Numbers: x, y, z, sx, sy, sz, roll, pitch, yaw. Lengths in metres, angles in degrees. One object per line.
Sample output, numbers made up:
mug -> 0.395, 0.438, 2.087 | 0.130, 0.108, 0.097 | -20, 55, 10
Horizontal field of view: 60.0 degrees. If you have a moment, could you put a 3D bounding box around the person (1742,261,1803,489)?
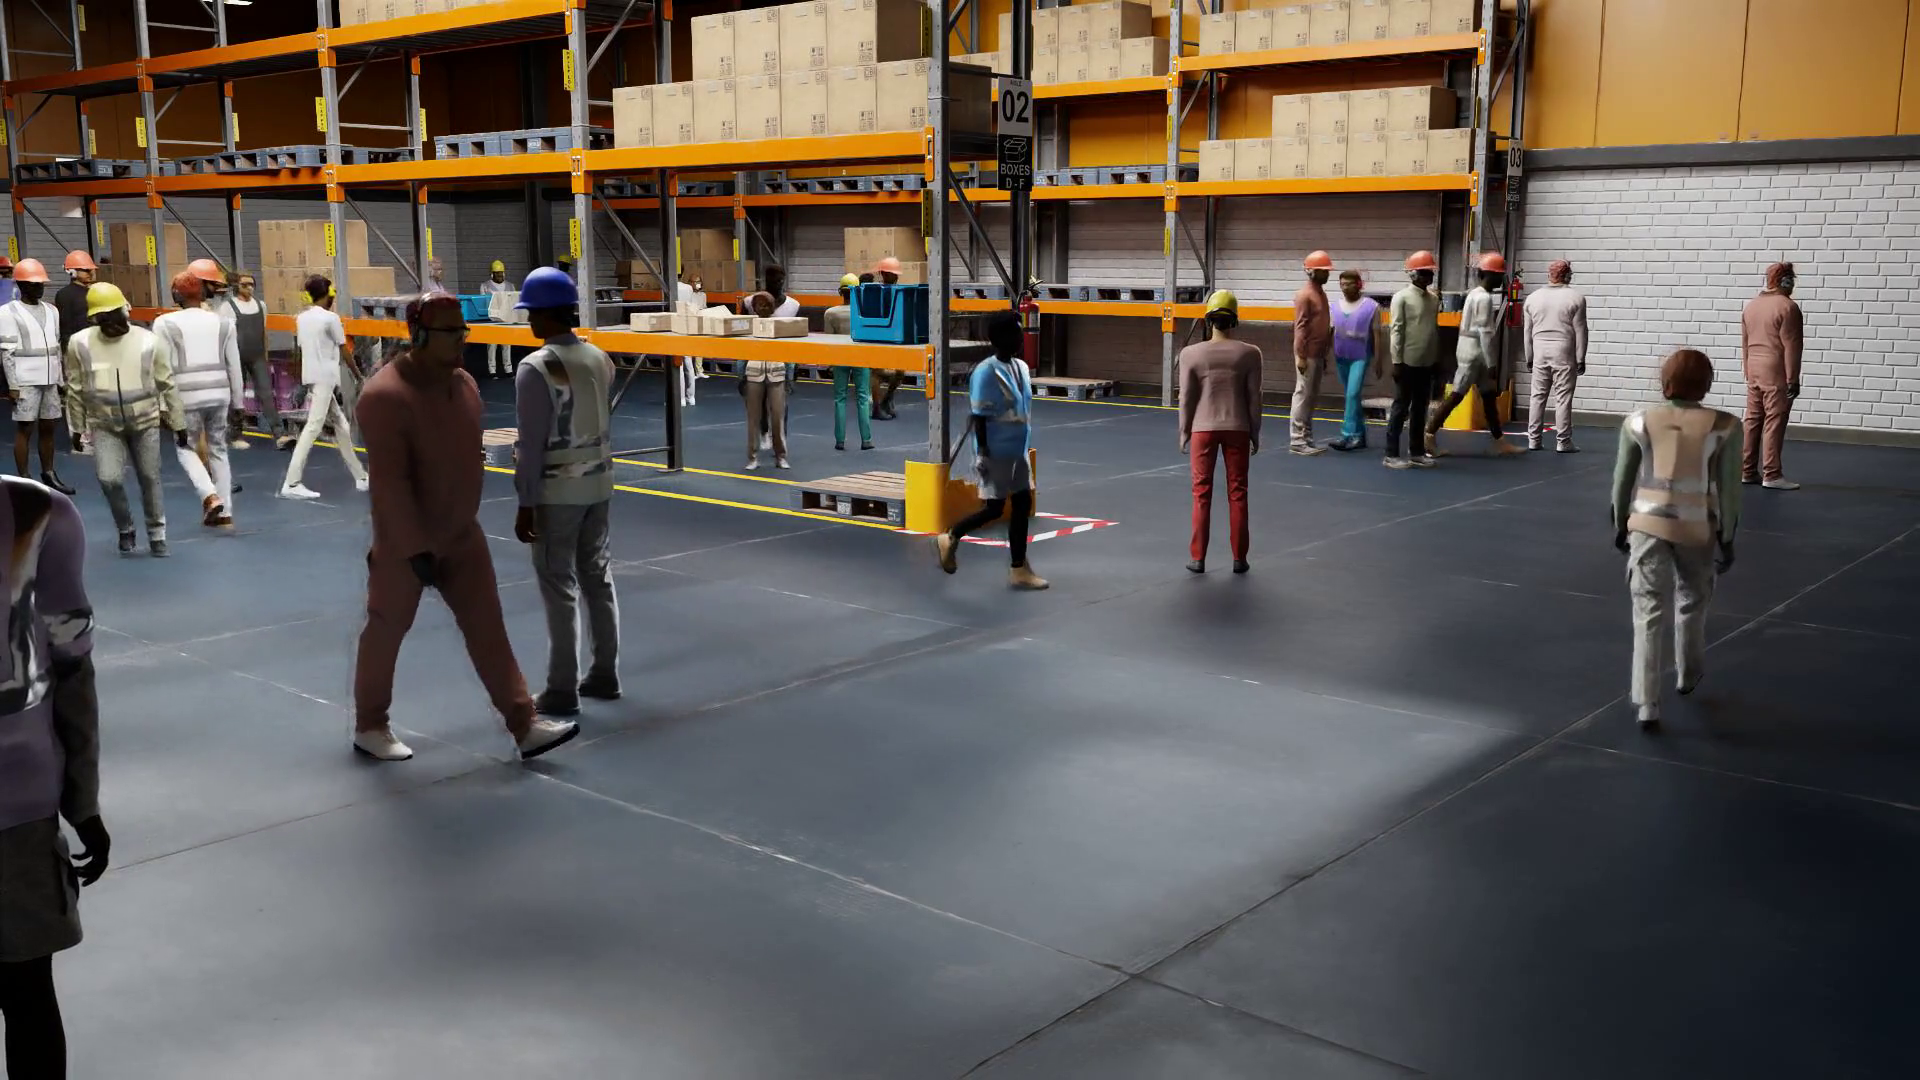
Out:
person -> 6.885, -1.389, 14.060 | 0.410, 1.913, 0.642 | -2, 10, -12

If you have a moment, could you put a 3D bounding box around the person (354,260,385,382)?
person -> -7.625, -2.691, 21.402 | 0.628, 1.936, 0.375 | 9, 14, 43

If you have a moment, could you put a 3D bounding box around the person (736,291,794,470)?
person -> -1.777, -1.454, 15.206 | 0.523, 1.639, 0.309 | -1, 10, -7

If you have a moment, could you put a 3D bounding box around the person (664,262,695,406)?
person -> -3.617, -2.648, 21.343 | 0.326, 1.874, 0.519 | 5, 11, 28

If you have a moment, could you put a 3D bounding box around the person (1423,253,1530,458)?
person -> 4.928, -1.758, 15.984 | 1.060, 1.986, 0.625 | 3, 10, 14

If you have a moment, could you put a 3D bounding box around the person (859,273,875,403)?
person -> -1.234, -2.648, 21.880 | 0.386, 1.695, 0.569 | -3, 10, -16

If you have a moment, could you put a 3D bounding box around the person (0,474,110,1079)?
person -> -1.914, 0.512, 3.162 | 0.548, 1.937, 0.379 | -7, 12, -33

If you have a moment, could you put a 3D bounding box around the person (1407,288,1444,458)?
person -> 4.538, -1.623, 16.179 | 0.279, 1.634, 0.499 | 6, 12, 30

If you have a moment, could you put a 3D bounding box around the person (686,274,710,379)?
person -> -4.108, -3.311, 25.818 | 0.280, 1.625, 0.501 | 8, 13, 39

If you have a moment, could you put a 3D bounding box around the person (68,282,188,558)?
person -> -5.373, -0.759, 10.759 | 0.693, 1.803, 0.435 | -5, 11, -25

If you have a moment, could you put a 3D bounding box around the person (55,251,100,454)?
person -> -8.647, -1.849, 16.438 | 0.392, 1.995, 0.612 | 0, 10, 2

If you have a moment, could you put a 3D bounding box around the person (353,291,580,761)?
person -> -2.000, -0.024, 6.452 | 1.016, 1.848, 0.675 | 5, 11, 25

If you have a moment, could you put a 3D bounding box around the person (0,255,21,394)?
person -> -13.059, -2.952, 22.922 | 0.558, 1.918, 0.489 | 0, 10, -2

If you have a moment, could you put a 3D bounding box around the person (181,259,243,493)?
person -> -6.221, -1.348, 13.764 | 0.362, 1.934, 0.543 | -7, 12, -33

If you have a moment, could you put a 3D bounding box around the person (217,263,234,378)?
person -> -11.251, -3.376, 25.718 | 0.900, 1.773, 0.715 | 3, 10, 18

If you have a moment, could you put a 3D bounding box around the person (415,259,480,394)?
person -> -6.838, -2.768, 22.001 | 0.907, 1.871, 0.677 | 1, 10, 5

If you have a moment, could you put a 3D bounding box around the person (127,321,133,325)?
person -> -12.087, -3.105, 24.011 | 0.509, 1.861, 0.583 | -1, 10, -4

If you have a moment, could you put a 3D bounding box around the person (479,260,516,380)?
person -> -7.101, -3.385, 25.648 | 0.596, 1.832, 0.404 | -8, 13, -40

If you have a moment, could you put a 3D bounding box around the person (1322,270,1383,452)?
person -> 3.834, -1.762, 16.488 | 0.566, 1.793, 0.962 | 10, 14, 44

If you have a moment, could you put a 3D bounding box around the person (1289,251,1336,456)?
person -> 3.467, -1.829, 16.327 | 0.396, 1.992, 0.623 | 6, 12, 31

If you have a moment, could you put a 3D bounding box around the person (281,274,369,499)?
person -> -5.191, -1.255, 13.598 | 0.544, 1.808, 0.954 | 9, 14, 43

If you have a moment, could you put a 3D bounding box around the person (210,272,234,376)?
person -> -10.188, -2.827, 22.840 | 0.662, 1.705, 0.511 | 8, 13, 39

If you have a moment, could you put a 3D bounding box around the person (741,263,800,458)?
person -> -1.856, -1.765, 16.304 | 0.598, 1.875, 0.845 | -1, 10, -6

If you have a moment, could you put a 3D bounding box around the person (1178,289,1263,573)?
person -> 1.617, -0.667, 10.360 | 0.523, 1.769, 0.309 | 1, 10, 3

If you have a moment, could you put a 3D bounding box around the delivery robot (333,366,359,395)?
delivery robot -> -8.174, -2.098, 21.689 | 0.707, 0.478, 0.477 | 6, 11, 30

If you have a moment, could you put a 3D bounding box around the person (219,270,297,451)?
person -> -7.030, -1.767, 16.526 | 0.942, 1.798, 0.544 | 8, 12, 37

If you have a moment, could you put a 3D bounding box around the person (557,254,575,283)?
person -> -7.017, -4.110, 29.535 | 0.585, 1.918, 0.378 | 5, 11, 28

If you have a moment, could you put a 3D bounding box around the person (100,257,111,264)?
person -> -12.856, -3.302, 25.064 | 1.017, 1.874, 0.629 | 2, 10, 10

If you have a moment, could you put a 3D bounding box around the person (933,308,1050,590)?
person -> 0.203, -0.541, 9.891 | 0.648, 1.680, 0.537 | 6, 12, 32

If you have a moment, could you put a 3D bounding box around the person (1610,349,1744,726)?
person -> 3.081, -0.024, 7.191 | 0.535, 1.579, 0.919 | 6, 11, 30

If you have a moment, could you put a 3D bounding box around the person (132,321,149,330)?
person -> -12.733, -3.438, 25.491 | 0.650, 1.999, 0.638 | 8, 13, 40

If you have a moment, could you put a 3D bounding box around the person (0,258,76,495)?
person -> -7.452, -1.295, 13.448 | 0.379, 1.937, 0.547 | 3, 11, 18

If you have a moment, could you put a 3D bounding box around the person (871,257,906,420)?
person -> -0.863, -2.355, 19.540 | 0.453, 1.915, 0.560 | 10, 14, 44

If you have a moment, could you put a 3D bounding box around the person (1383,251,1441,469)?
person -> 4.195, -1.648, 15.357 | 0.627, 2.001, 0.487 | -7, 12, -36

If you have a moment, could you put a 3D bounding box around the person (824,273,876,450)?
person -> -1.097, -1.784, 16.716 | 0.524, 1.770, 0.315 | 1, 10, 3

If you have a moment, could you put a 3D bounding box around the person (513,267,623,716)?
person -> -1.728, -0.210, 7.263 | 0.408, 1.941, 0.610 | 4, 11, 23

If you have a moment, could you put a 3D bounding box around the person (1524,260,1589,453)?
person -> 5.923, -1.818, 16.517 | 0.642, 1.909, 0.408 | 9, 14, 43

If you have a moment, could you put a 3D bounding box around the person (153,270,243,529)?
person -> -5.412, -0.980, 11.863 | 0.634, 1.864, 0.485 | -10, 14, -43
